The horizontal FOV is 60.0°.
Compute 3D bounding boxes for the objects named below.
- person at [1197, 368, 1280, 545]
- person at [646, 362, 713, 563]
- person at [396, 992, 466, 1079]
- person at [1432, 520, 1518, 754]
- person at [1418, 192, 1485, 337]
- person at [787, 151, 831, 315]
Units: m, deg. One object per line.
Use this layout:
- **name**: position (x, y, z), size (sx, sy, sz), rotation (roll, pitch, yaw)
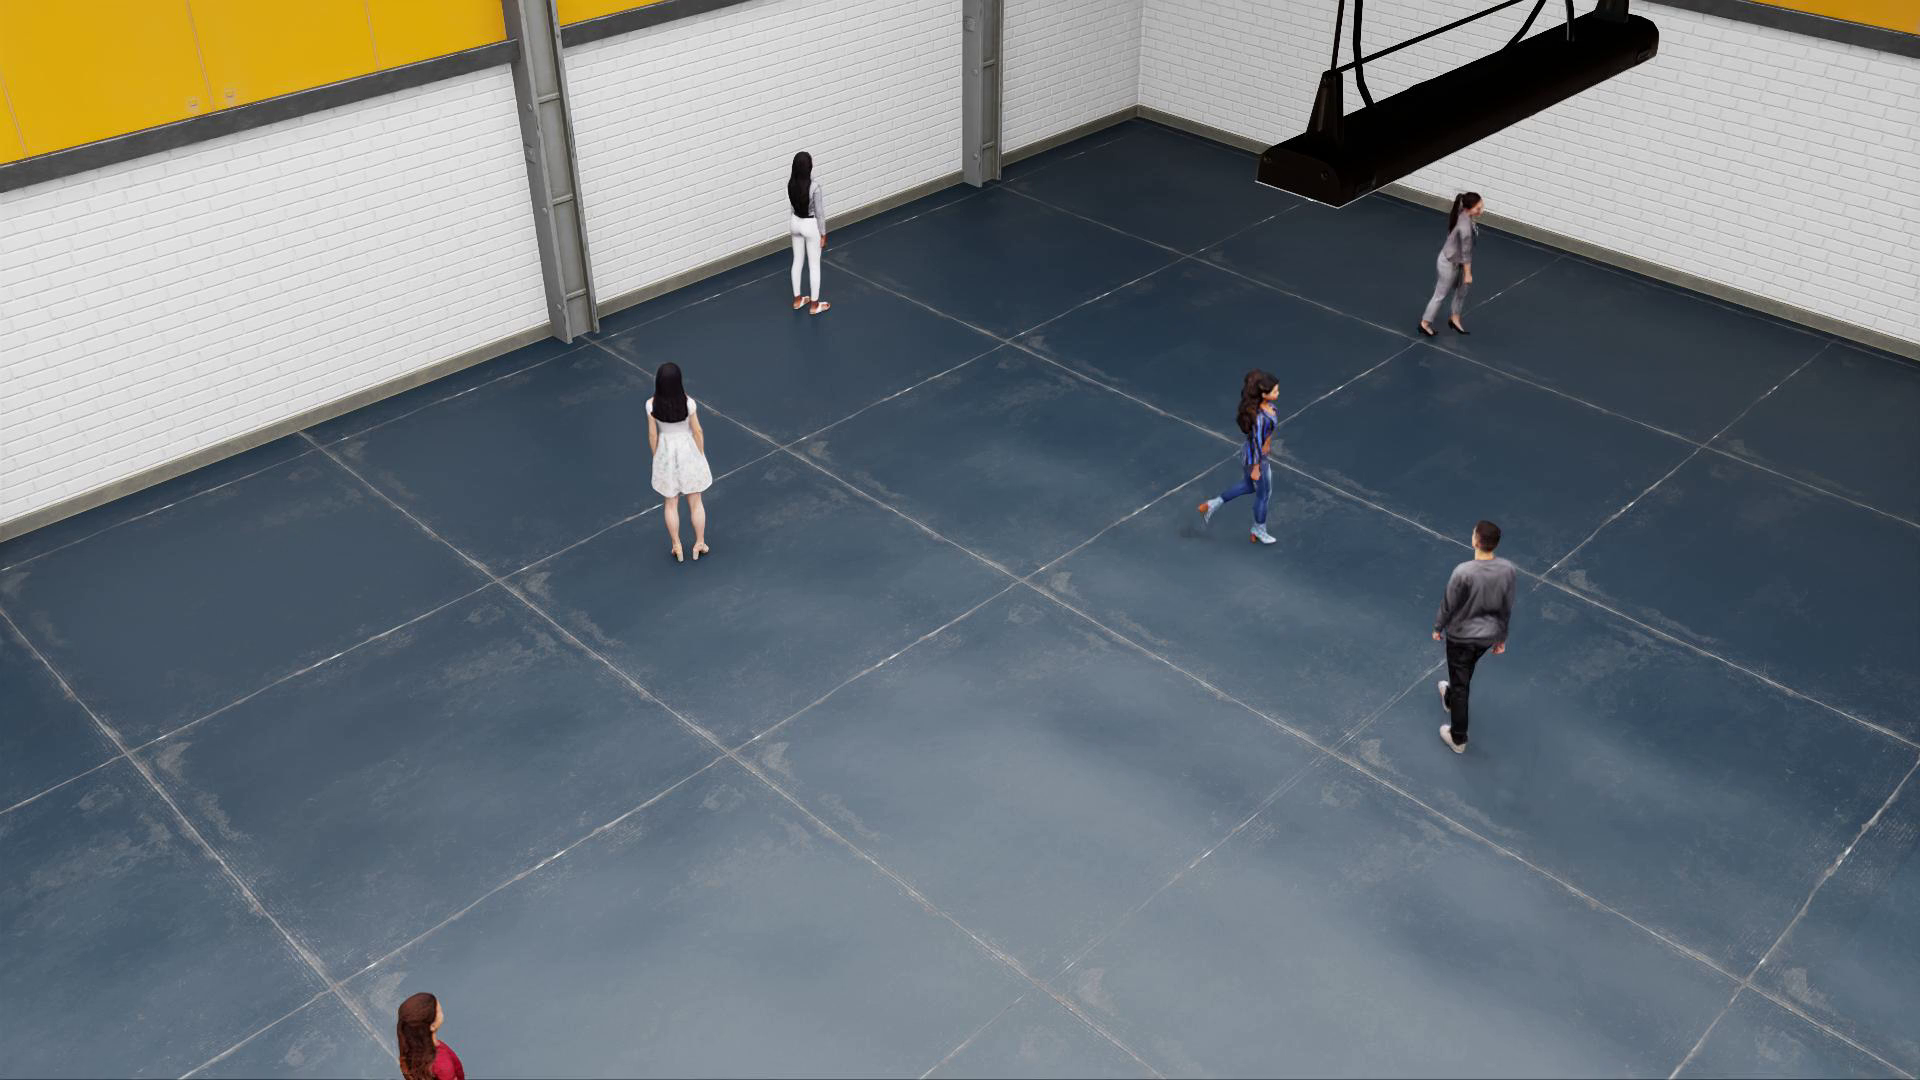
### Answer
- **person**: position (2.335, -0.665, 13.516), size (0.976, 1.603, 0.958), rotation (5, 34, 7)
- **person**: position (-2.246, -0.621, 13.294), size (0.768, 1.775, 0.835), rotation (-2, 34, -3)
- **person**: position (-2.616, 2.884, 8.237), size (0.586, 1.537, 0.854), rotation (24, 41, 32)
- **person**: position (3.523, 0.703, 11.338), size (0.986, 1.736, 0.989), rotation (-6, 34, -9)
- **person**: position (4.867, -2.743, 16.615), size (0.938, 1.634, 0.879), rotation (1, 34, 1)
- **person**: position (-1.589, -3.191, 17.208), size (0.627, 1.723, 0.566), rotation (20, 39, 28)
